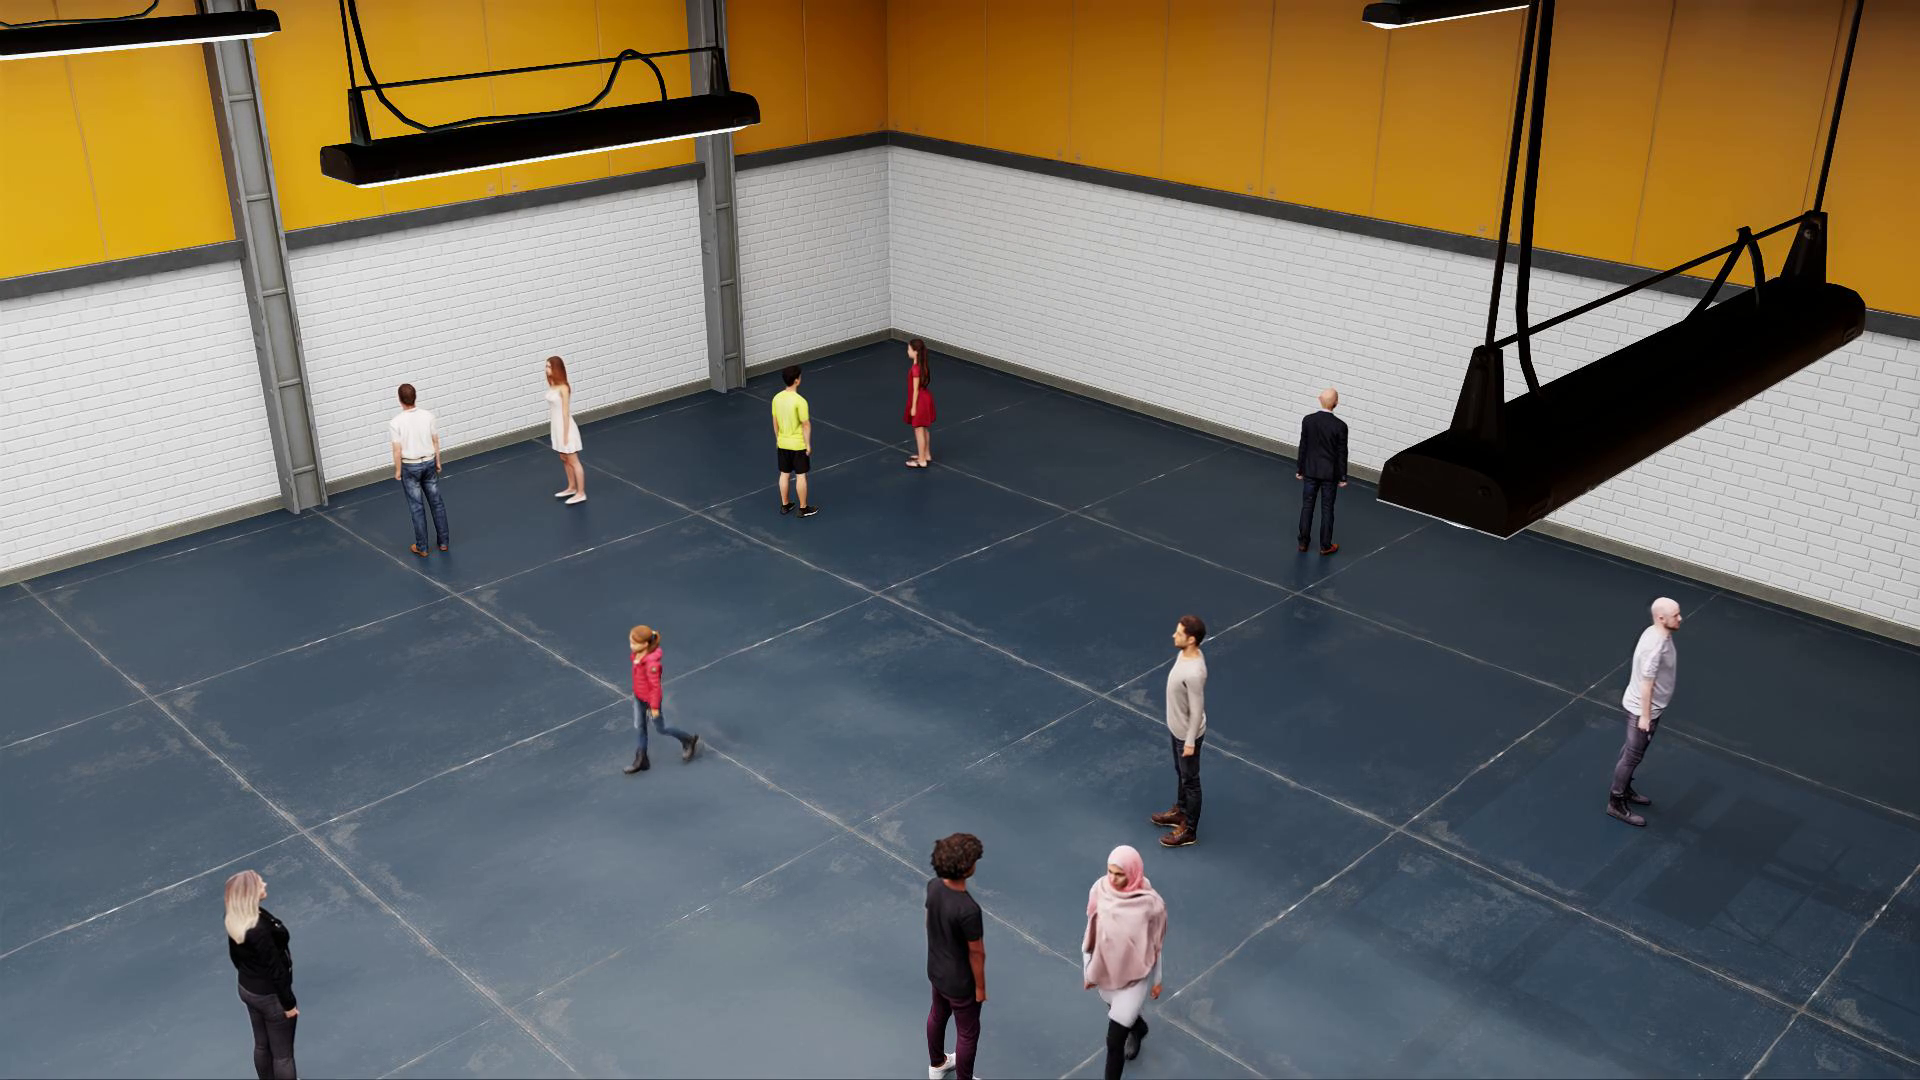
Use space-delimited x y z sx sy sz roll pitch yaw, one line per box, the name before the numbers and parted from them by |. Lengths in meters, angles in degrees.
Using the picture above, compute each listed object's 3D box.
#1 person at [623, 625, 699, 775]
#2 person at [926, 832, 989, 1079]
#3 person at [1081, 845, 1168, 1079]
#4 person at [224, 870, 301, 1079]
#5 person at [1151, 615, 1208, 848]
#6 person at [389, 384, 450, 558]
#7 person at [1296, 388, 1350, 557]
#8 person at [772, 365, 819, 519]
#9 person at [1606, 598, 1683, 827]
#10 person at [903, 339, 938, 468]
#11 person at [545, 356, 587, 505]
person | -2.442 1.266 13.436 0.892 1.294 0.574 -18 29 -35
person | -0.027 2.532 9.931 0.573 1.781 0.644 -18 29 -35
person | 0.984 2.557 9.903 0.896 1.756 1.286 12 26 25
person | -4.073 2.664 9.747 0.639 1.686 0.561 17 29 34
person | 1.689 1.408 12.395 0.784 1.866 0.747 -2 24 -5
person | -5.634 -0.743 17.329 0.533 1.856 0.736 -18 30 -36
person | 3.770 -0.720 17.348 0.753 1.799 0.671 13 27 27
person | -1.840 -1.090 18.309 0.664 1.707 0.608 14 27 29
person | 5.254 1.269 12.758 0.782 1.830 0.609 12 27 26
person | -0.471 -1.640 19.763 0.733 1.550 0.673 5 24 11
person | -4.442 -1.253 18.681 0.567 1.708 0.592 -17 29 -33
